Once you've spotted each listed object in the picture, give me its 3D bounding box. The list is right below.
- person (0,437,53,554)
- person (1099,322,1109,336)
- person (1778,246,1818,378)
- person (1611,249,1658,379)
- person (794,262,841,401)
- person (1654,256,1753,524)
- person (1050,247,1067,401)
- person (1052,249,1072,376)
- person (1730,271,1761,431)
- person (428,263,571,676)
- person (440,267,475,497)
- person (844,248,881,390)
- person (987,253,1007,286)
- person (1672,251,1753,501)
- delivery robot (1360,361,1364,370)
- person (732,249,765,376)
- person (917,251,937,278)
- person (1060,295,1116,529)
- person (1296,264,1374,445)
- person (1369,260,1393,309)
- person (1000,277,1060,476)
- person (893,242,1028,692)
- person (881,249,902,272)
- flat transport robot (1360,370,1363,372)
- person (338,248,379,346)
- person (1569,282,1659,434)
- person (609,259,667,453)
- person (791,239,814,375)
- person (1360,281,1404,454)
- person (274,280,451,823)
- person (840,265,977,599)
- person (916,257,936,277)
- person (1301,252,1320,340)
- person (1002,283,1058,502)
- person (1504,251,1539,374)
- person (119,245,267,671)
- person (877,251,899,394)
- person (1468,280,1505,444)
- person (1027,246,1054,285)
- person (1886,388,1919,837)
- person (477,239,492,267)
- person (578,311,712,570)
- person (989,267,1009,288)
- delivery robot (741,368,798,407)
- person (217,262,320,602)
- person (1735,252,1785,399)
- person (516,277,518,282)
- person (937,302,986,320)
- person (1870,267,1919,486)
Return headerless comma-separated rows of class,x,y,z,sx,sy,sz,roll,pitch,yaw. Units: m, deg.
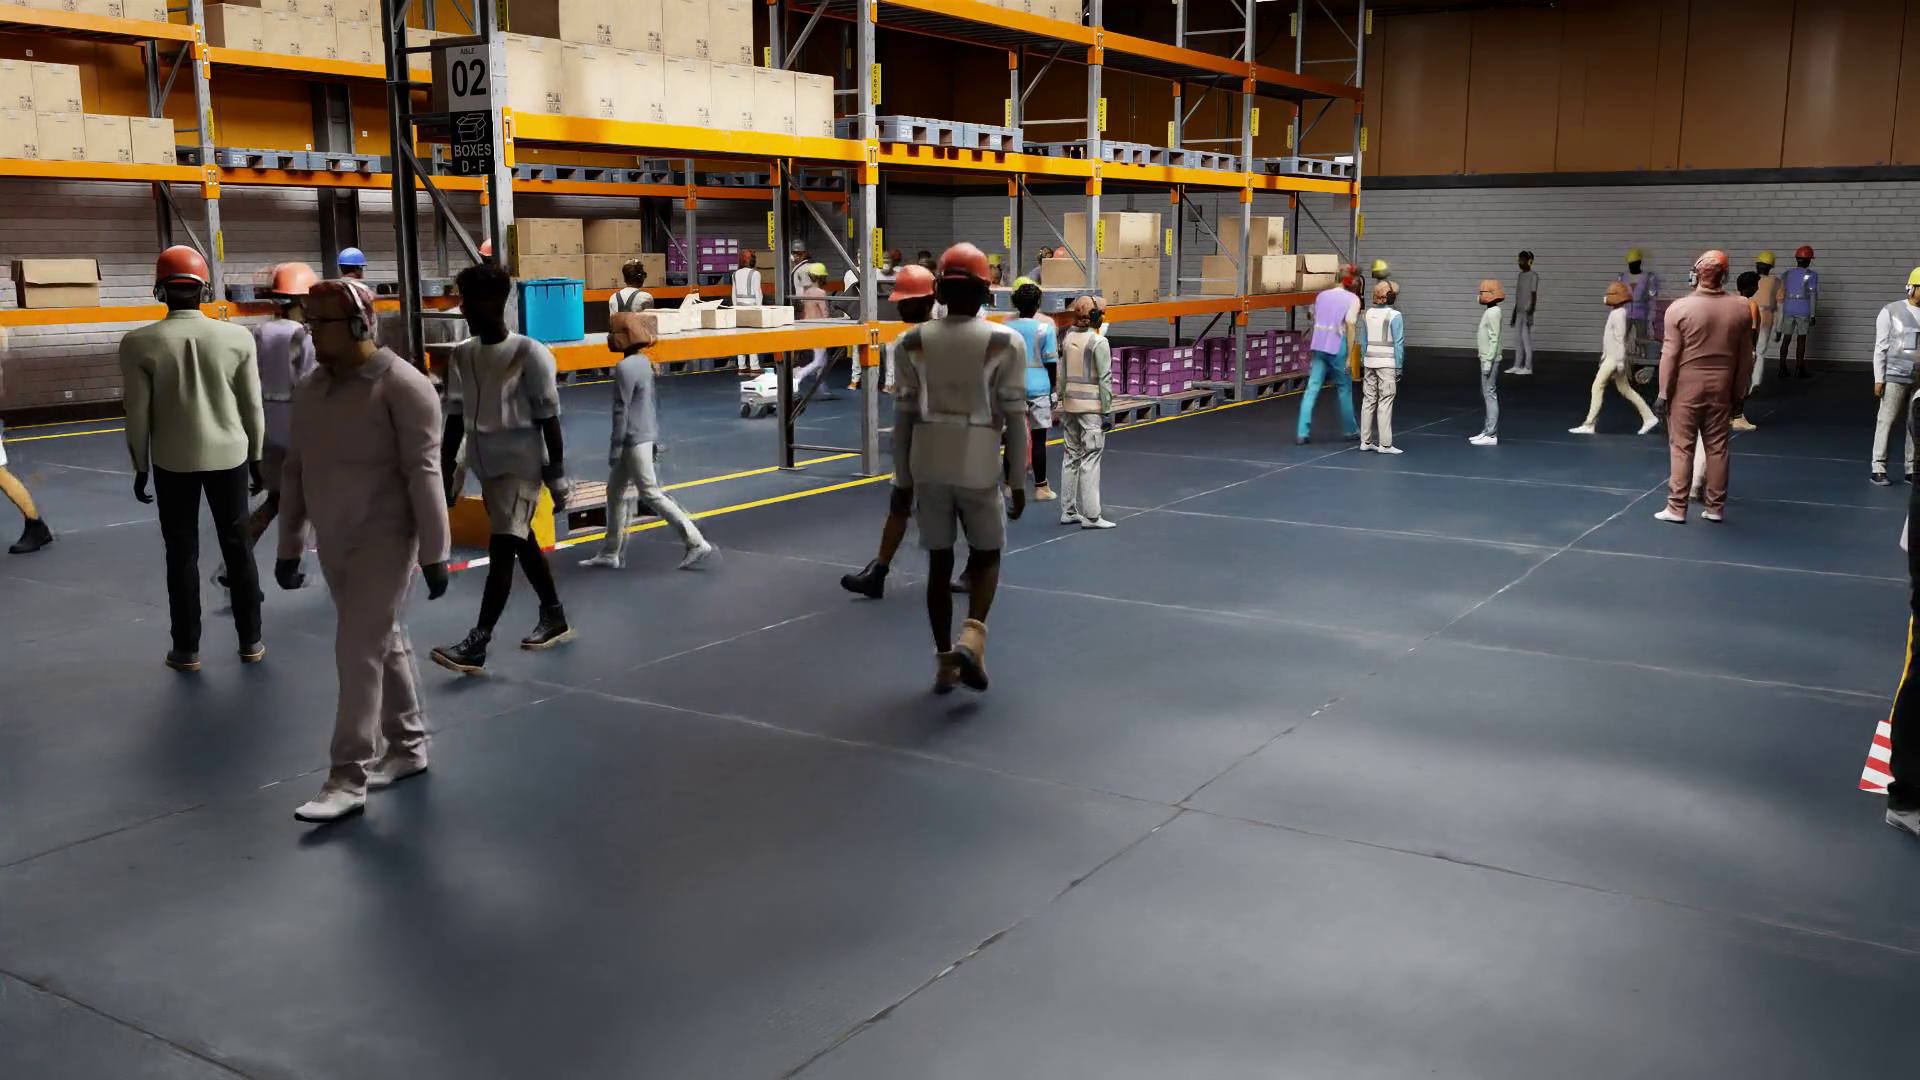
person,-6.245,-0.790,10.462,0.561,1.890,1.000,5,11,25
person,2.280,-3.878,27.790,0.628,1.815,0.869,5,11,25
person,12.357,-3.355,24.507,0.374,1.935,0.552,-7,12,-34
person,9.893,-3.291,24.334,0.635,1.888,0.581,7,13,35
person,-1.834,-2.591,20.789,0.725,1.744,0.529,-5,11,-25
person,5.289,-1.066,11.914,0.651,1.906,0.403,-1,10,-5
person,1.275,-2.730,21.050,0.368,1.933,0.551,2,10,13
person,1.411,-3.334,24.521,0.672,1.883,0.610,-3,11,-15
person,8.354,-2.020,17.785,0.319,1.693,0.532,-1,10,-5
person,-2.215,-0.346,7.915,0.634,1.910,1.007,6,12,32
person,-3.735,-1.178,12.792,0.518,1.825,0.968,5,11,24
person,-1.280,-2.987,22.466,0.630,1.940,0.372,2,11,13
person,0.538,-3.548,25.922,0.415,1.818,0.594,-1,10,-4
person,5.867,-1.284,13.065,0.632,1.952,1.020,7,12,33
delivery robot,5.989,-2.689,24.388,0.477,0.478,0.707,-3,11,-17
person,-3.165,-3.400,24.911,0.575,1.882,0.361,8,13,39
person,-0.618,-4.024,28.479,0.634,1.841,0.429,7,12,34
person,0.891,-0.896,11.711,0.311,1.638,0.522,-6,12,-31
person,3.709,-1.840,16.537,0.930,1.783,0.705,-8,13,-38
person,6.482,-3.435,25.555,0.553,1.711,0.501,-2,10,-12
person,0.551,-1.353,14.040,0.542,1.709,0.895,6,12,31
person,-0.010,-0.299,7.377,0.617,2.018,0.663,2,10,9
person,-1.038,-3.713,26.637,0.584,1.882,0.345,-3,11,-17
flat transport robot,5.757,-2.653,25.235,1.431,0.197,0.652,2,10,12
person,-5.996,-1.911,16.475,0.615,1.945,0.404,5,11,25
person,6.872,-1.886,17.304,0.834,1.600,0.494,4,11,23
person,-3.062,-1.726,15.735,0.505,1.847,0.344,5,11,25
person,-2.430,-3.506,25.057,0.535,2.000,0.688,-2,10,-13
person,4.005,-1.632,15.788,0.306,1.639,0.524,-6,12,-29
person,-2.212,0.038,5.879,0.665,1.874,0.838,6,12,31
person,-0.210,-0.591,9.366,0.975,1.880,0.554,-8,13,-38
person,-0.433,-2.388,19.464,0.440,1.823,0.633,-10,14,-43
person,5.790,-3.798,27.252,0.404,1.829,0.600,5,11,24
person,0.519,-1.134,12.879,0.530,1.692,0.321,5,11,25
person,8.520,-3.429,25.121,0.325,1.866,0.565,-2,10,-10
person,-3.596,-0.378,7.854,0.608,1.995,0.376,-7,12,-34
person,-0.951,-2.934,22.344,0.625,1.893,1.007,2,10,10
person,5.240,-1.759,16.517,0.271,1.631,0.524,3,11,14
person,1.091,-2.842,21.663,0.373,1.940,0.629,5,11,26
person,3.395,0.073,5.606,0.592,1.913,0.389,-5,11,-24
person,-4.237,-1.737,15.255,0.382,2.039,0.615,-9,13,-40
person,-1.933,-0.599,10.171,0.814,1.598,0.496,0,10,0
person,0.498,-3.065,23.722,0.516,1.640,0.314,-1,10,-4
delivery robot,-2.184,-1.733,19.093,0.477,0.478,0.707,7,12,34
person,-3.795,-0.605,9.371,0.548,1.906,0.917,5,11,26
person,10.244,-2.761,21.414,0.635,1.879,0.931,7,12,32
person,-5.809,-2.788,21.233,0.393,1.985,0.611,-2,10,-9
person,-0.031,-1.348,13.649,0.519,1.848,0.833,7,12,32
person,7.836,-1.346,13.698,0.595,1.827,0.403,1,10,6
